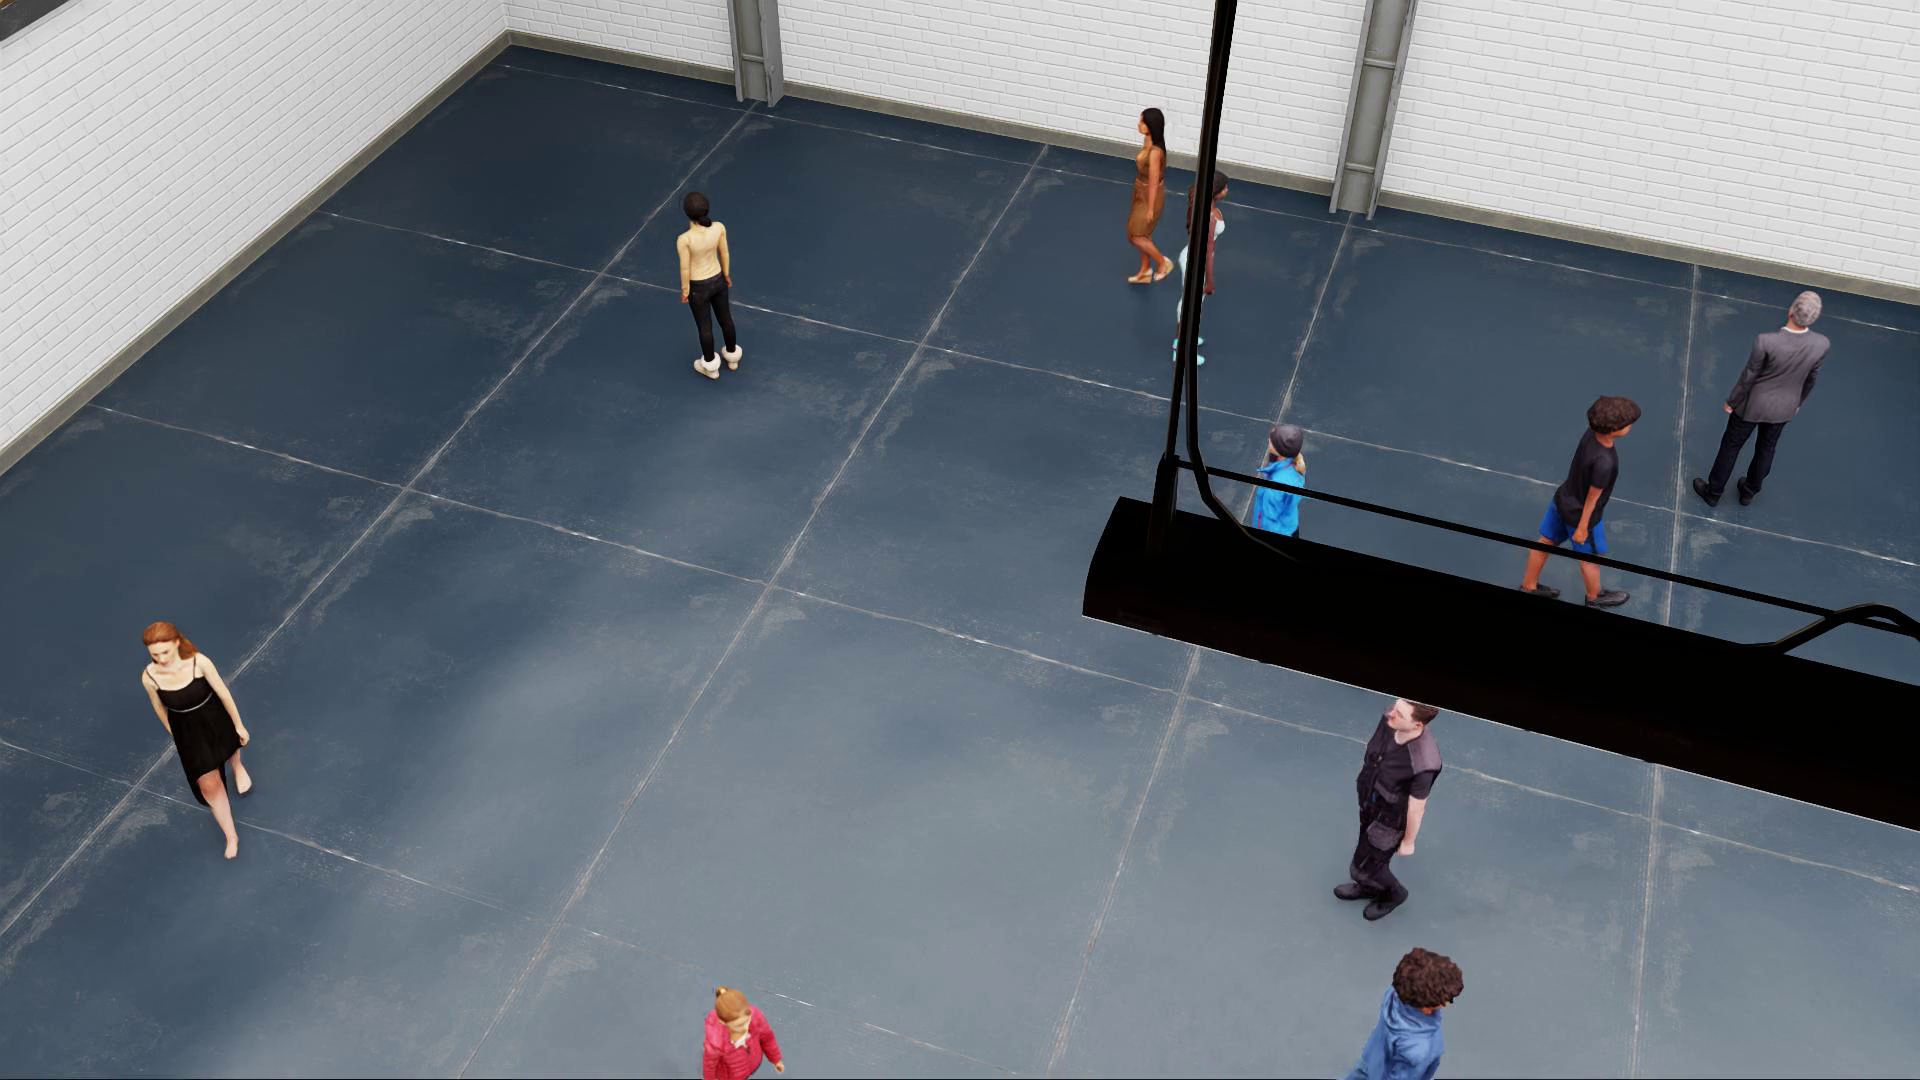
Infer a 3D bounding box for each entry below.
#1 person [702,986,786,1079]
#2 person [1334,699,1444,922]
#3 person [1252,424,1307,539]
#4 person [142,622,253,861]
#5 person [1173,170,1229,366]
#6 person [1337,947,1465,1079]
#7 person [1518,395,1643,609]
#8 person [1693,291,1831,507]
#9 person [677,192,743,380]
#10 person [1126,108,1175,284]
[{"bbox_3d":[-1.161,2.614,8.425,0.737,1.287,0.935,-34,53,-30],"label":"person"},{"bbox_3d":[2.458,1.472,9.228,0.861,1.834,0.861,-6,44,-7],"label":"person"},{"bbox_3d":[2.126,0.001,10.822,1.077,1.766,0.822,29,51,27],"label":"person"},{"bbox_3d":[-4.487,1.028,9.875,1.022,1.584,1.083,-18,47,-18],"label":"person"},{"bbox_3d":[1.867,-2.158,13.117,0.659,1.725,0.645,-4,44,-4],"label":"person"},{"bbox_3d":[2.041,2.564,8.123,1.200,1.776,0.866,5,44,5],"label":"person"},{"bbox_3d":[4.031,-0.224,11.049,1.042,1.778,0.832,0,44,0],"label":"person"},{"bbox_3d":[5.723,-0.991,11.807,0.679,1.842,0.848,0,44,0],"label":"person"},{"bbox_3d":[-1.973,-2.002,13.001,0.698,1.659,0.733,-26,49,-25],"label":"person"},{"bbox_3d":[1.644,-2.820,13.847,0.787,1.677,0.713,-3,44,-4],"label":"person"}]
